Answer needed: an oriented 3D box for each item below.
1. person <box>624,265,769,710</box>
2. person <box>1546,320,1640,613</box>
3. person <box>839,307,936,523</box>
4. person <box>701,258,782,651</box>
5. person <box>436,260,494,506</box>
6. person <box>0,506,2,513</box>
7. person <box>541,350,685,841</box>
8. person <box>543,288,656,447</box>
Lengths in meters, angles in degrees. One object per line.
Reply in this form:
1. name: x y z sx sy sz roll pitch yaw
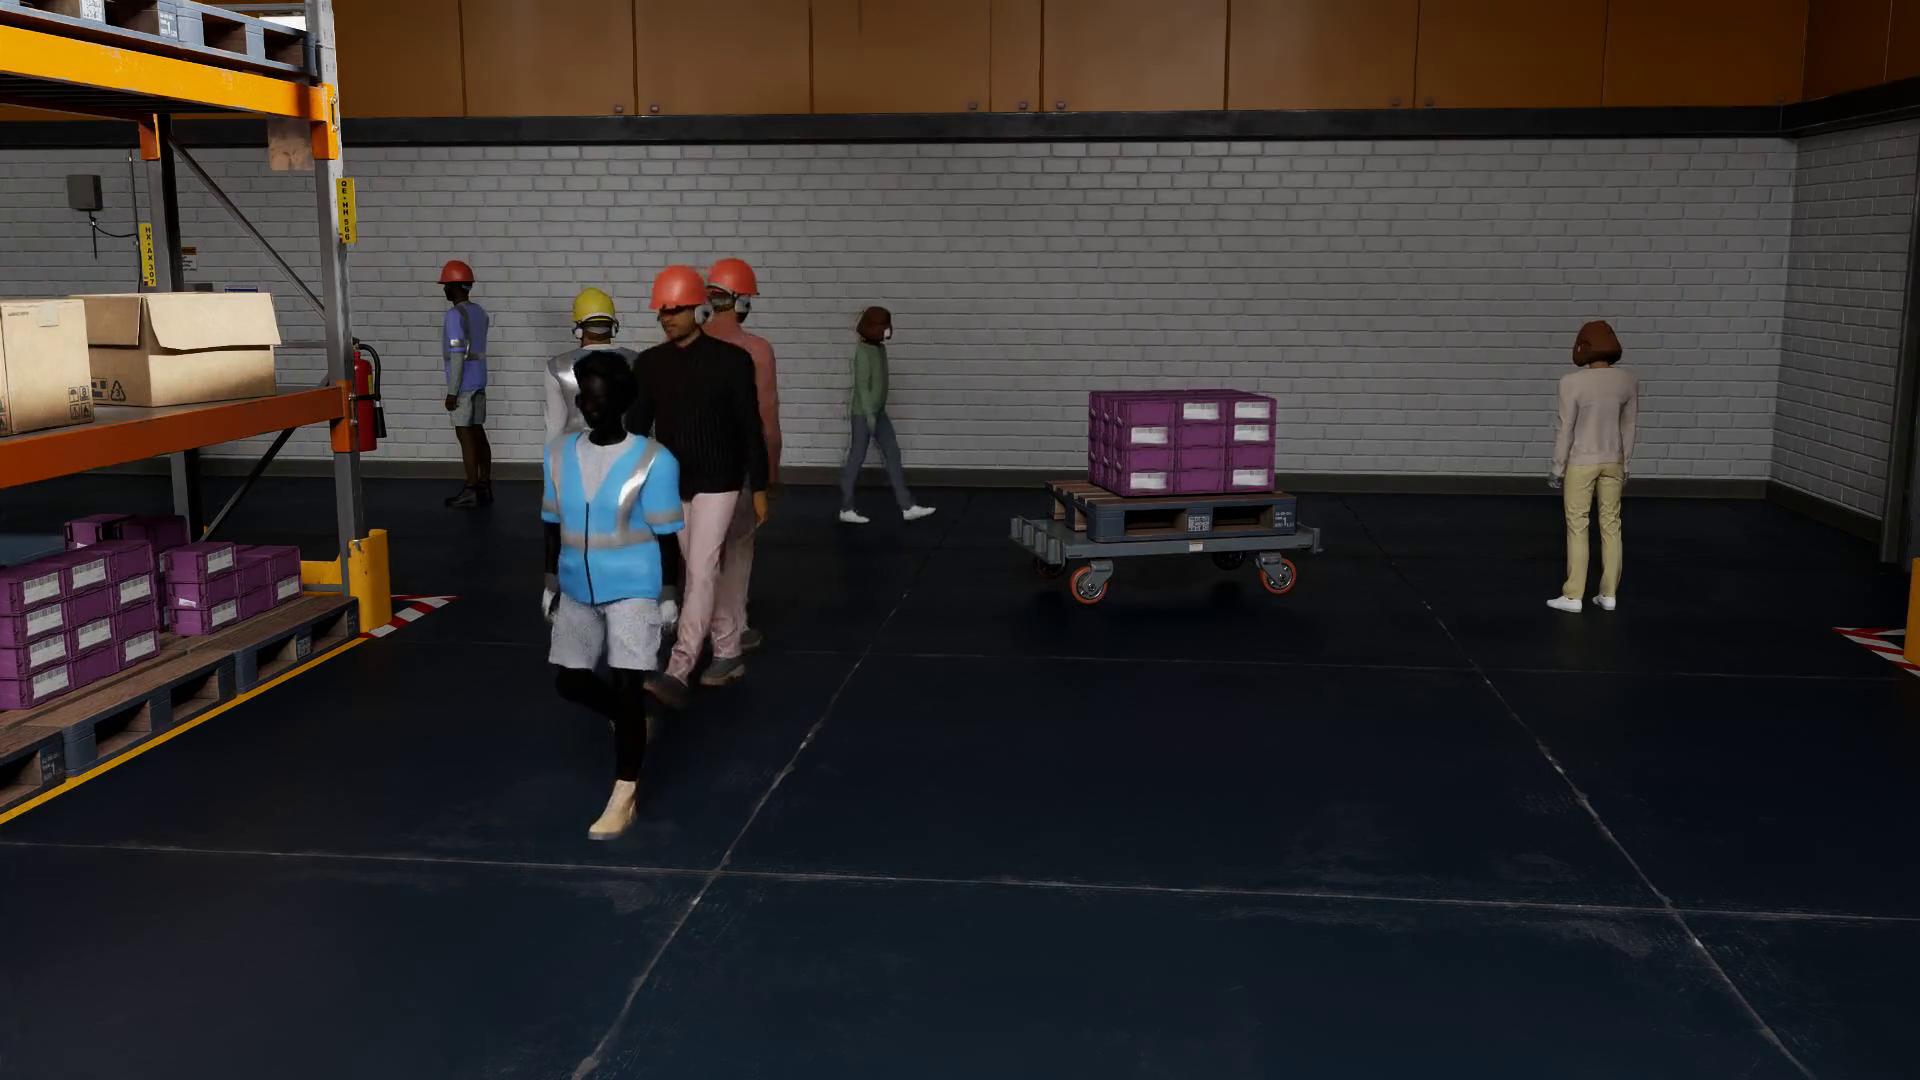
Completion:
1. person: -1.248 -0.235 7.413 0.659 1.941 0.997 4 11 24
2. person: 3.533 -0.405 9.299 0.497 1.633 0.288 -2 10 -13
3. person: -0.558 -0.906 12.257 0.792 1.598 0.538 3 10 19
4. person: -1.157 -0.413 8.347 0.650 1.975 0.438 5 11 26
5. person: -3.933 -1.232 13.158 0.360 1.936 0.552 2 10 9
6. person: -7.334 -1.061 12.275 0.560 1.909 0.897 -1 10 -4
7. person: -1.200 0.168 5.846 0.545 1.683 0.545 3 10 19
8. person: -1.835 -0.365 8.501 0.602 1.828 0.404 -5 11 -28
